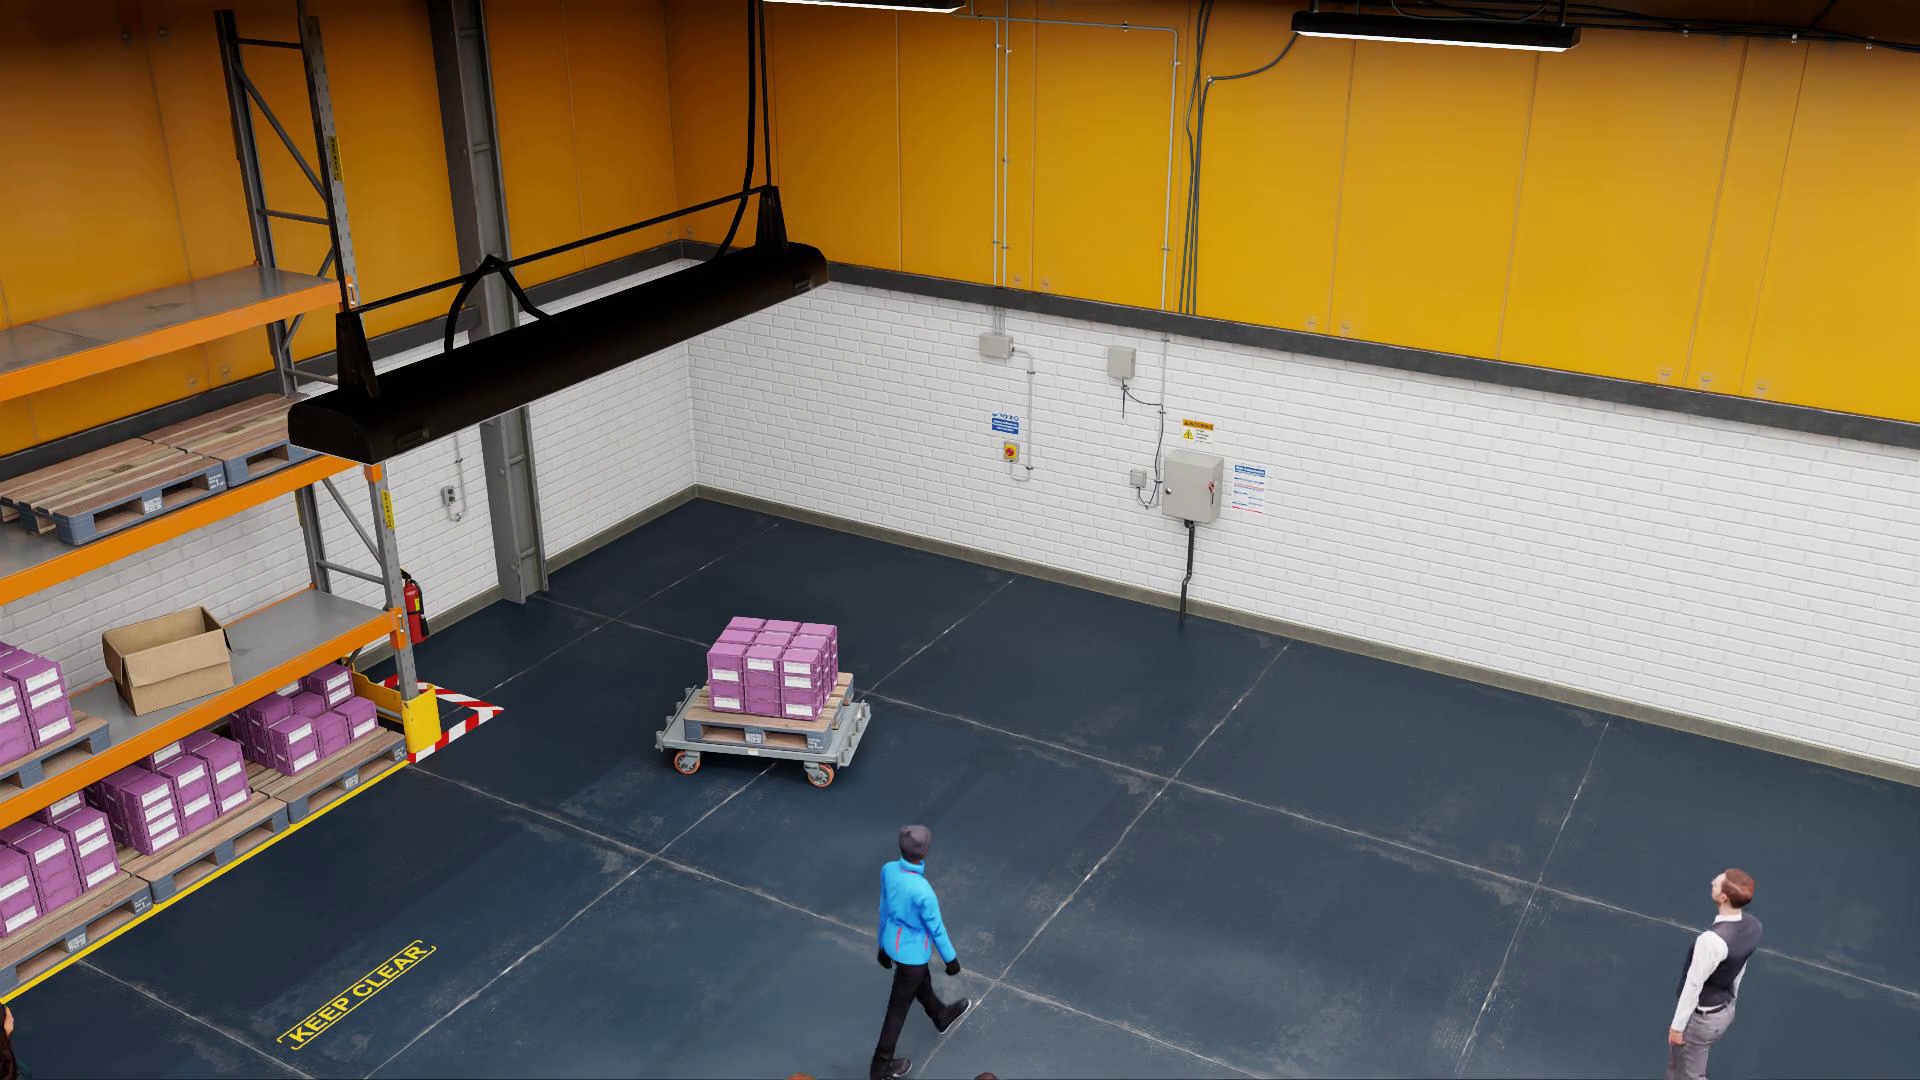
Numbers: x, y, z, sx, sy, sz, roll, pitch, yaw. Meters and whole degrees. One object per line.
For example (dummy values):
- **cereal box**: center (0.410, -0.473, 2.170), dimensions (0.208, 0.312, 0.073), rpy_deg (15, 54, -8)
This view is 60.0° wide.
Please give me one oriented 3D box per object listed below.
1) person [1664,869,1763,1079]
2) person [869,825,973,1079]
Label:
- **person**: center (4.364, 2.776, 9.580), dimensions (1.156, 1.910, 0.989), rpy_deg (-18, 29, -35)
- **person**: center (-0.408, 2.583, 10.213), dimensions (1.177, 1.758, 0.928), rpy_deg (-15, 28, -31)
